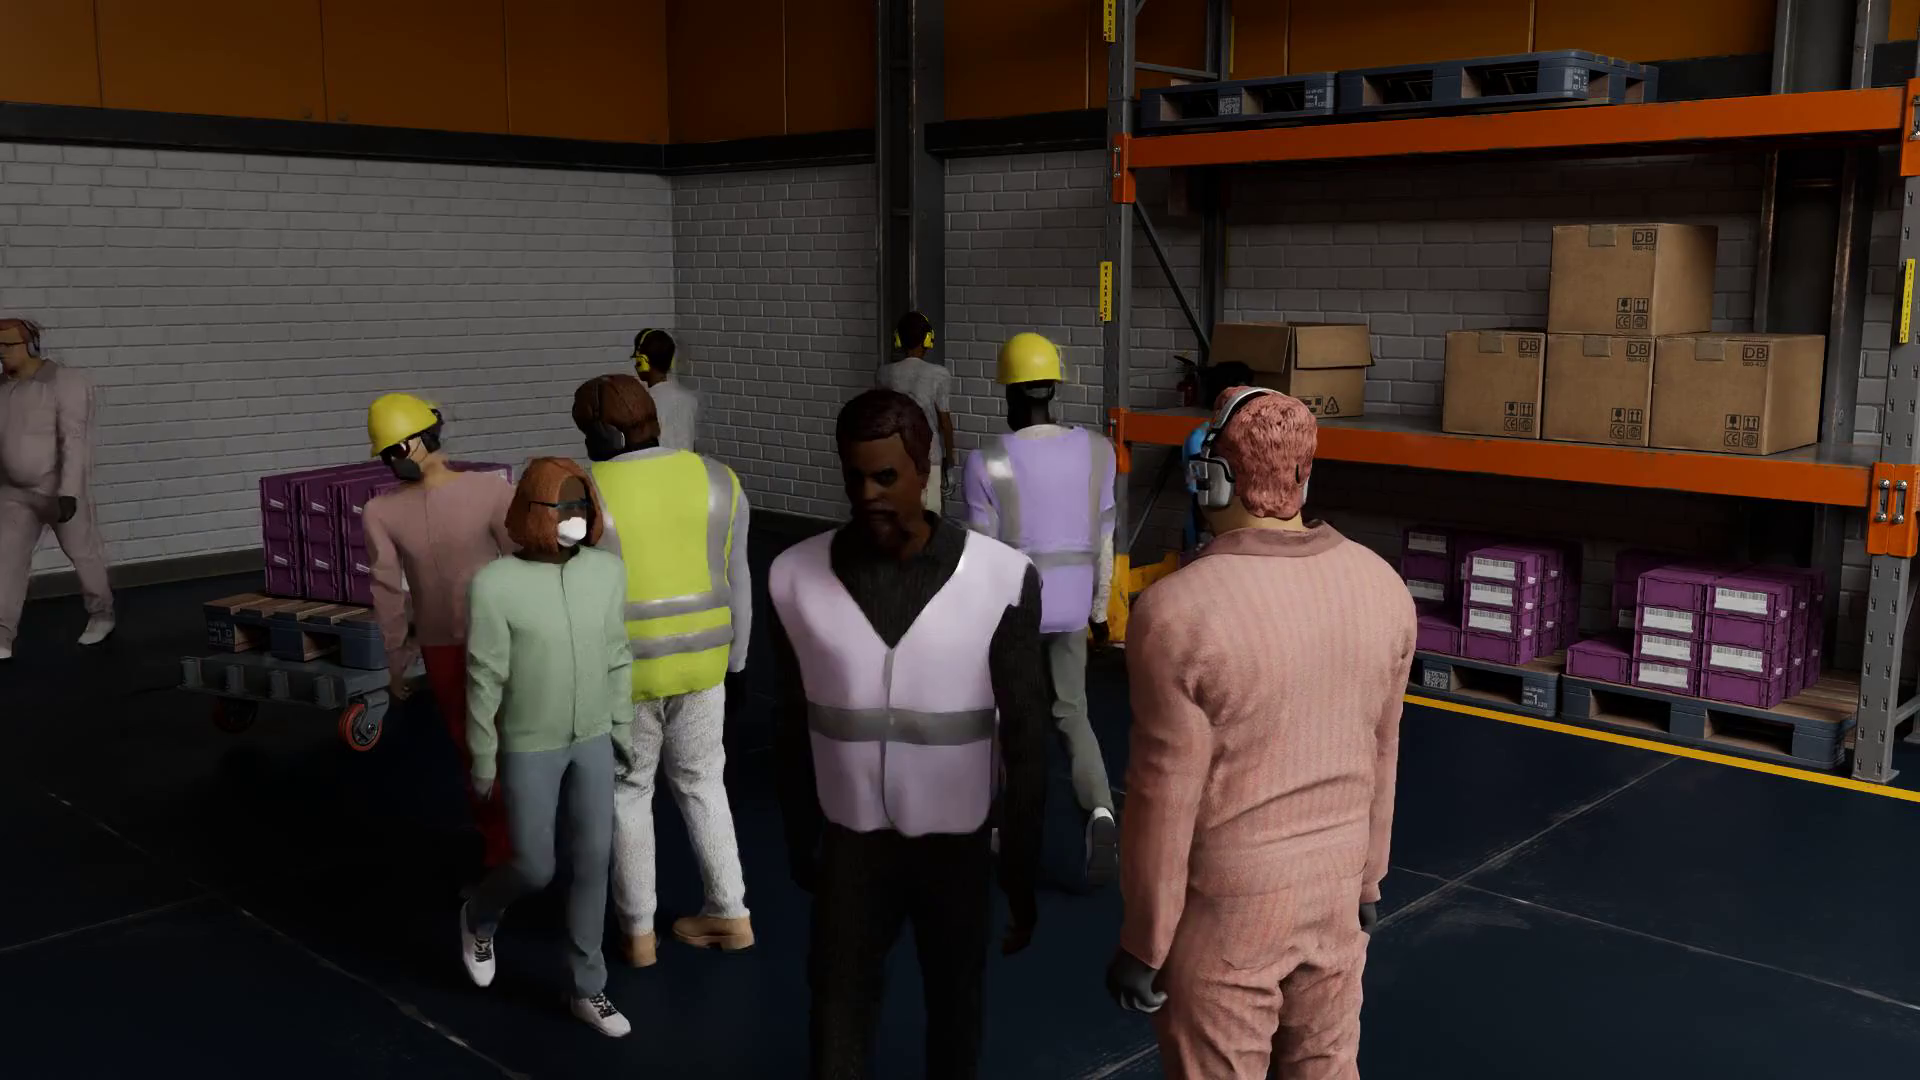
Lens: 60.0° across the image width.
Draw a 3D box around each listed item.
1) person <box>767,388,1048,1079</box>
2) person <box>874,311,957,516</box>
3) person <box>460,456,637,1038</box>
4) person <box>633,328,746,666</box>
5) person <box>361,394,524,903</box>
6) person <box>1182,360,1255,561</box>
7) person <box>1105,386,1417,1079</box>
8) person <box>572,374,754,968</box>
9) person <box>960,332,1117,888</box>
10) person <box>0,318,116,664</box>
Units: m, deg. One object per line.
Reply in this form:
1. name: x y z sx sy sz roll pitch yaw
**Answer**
1. person: -0.122 0.637 3.419 0.604 1.873 0.938 1 9 6
2. person: -0.266 -0.447 10.093 0.511 1.866 0.329 2 10 14
3. person: -1.166 0.563 4.643 0.528 1.623 0.506 8 12 42
4. person: -1.512 -0.188 8.680 0.998 1.821 0.536 7 12 36
5. person: -1.698 0.361 5.614 0.594 1.710 0.678 1 9 4
6. person: 1.246 -0.004 7.887 0.318 1.697 0.534 7 12 38
7. person: 0.534 0.667 3.134 0.643 1.908 0.399 -6 11 -31
8. person: -0.924 0.416 4.987 0.657 1.812 0.434 -5 11 -29
9. person: 0.292 0.247 5.709 0.600 1.910 0.727 -3 10 -20
10. person: -5.039 -0.279 9.089 0.658 1.853 1.002 1 9 8
